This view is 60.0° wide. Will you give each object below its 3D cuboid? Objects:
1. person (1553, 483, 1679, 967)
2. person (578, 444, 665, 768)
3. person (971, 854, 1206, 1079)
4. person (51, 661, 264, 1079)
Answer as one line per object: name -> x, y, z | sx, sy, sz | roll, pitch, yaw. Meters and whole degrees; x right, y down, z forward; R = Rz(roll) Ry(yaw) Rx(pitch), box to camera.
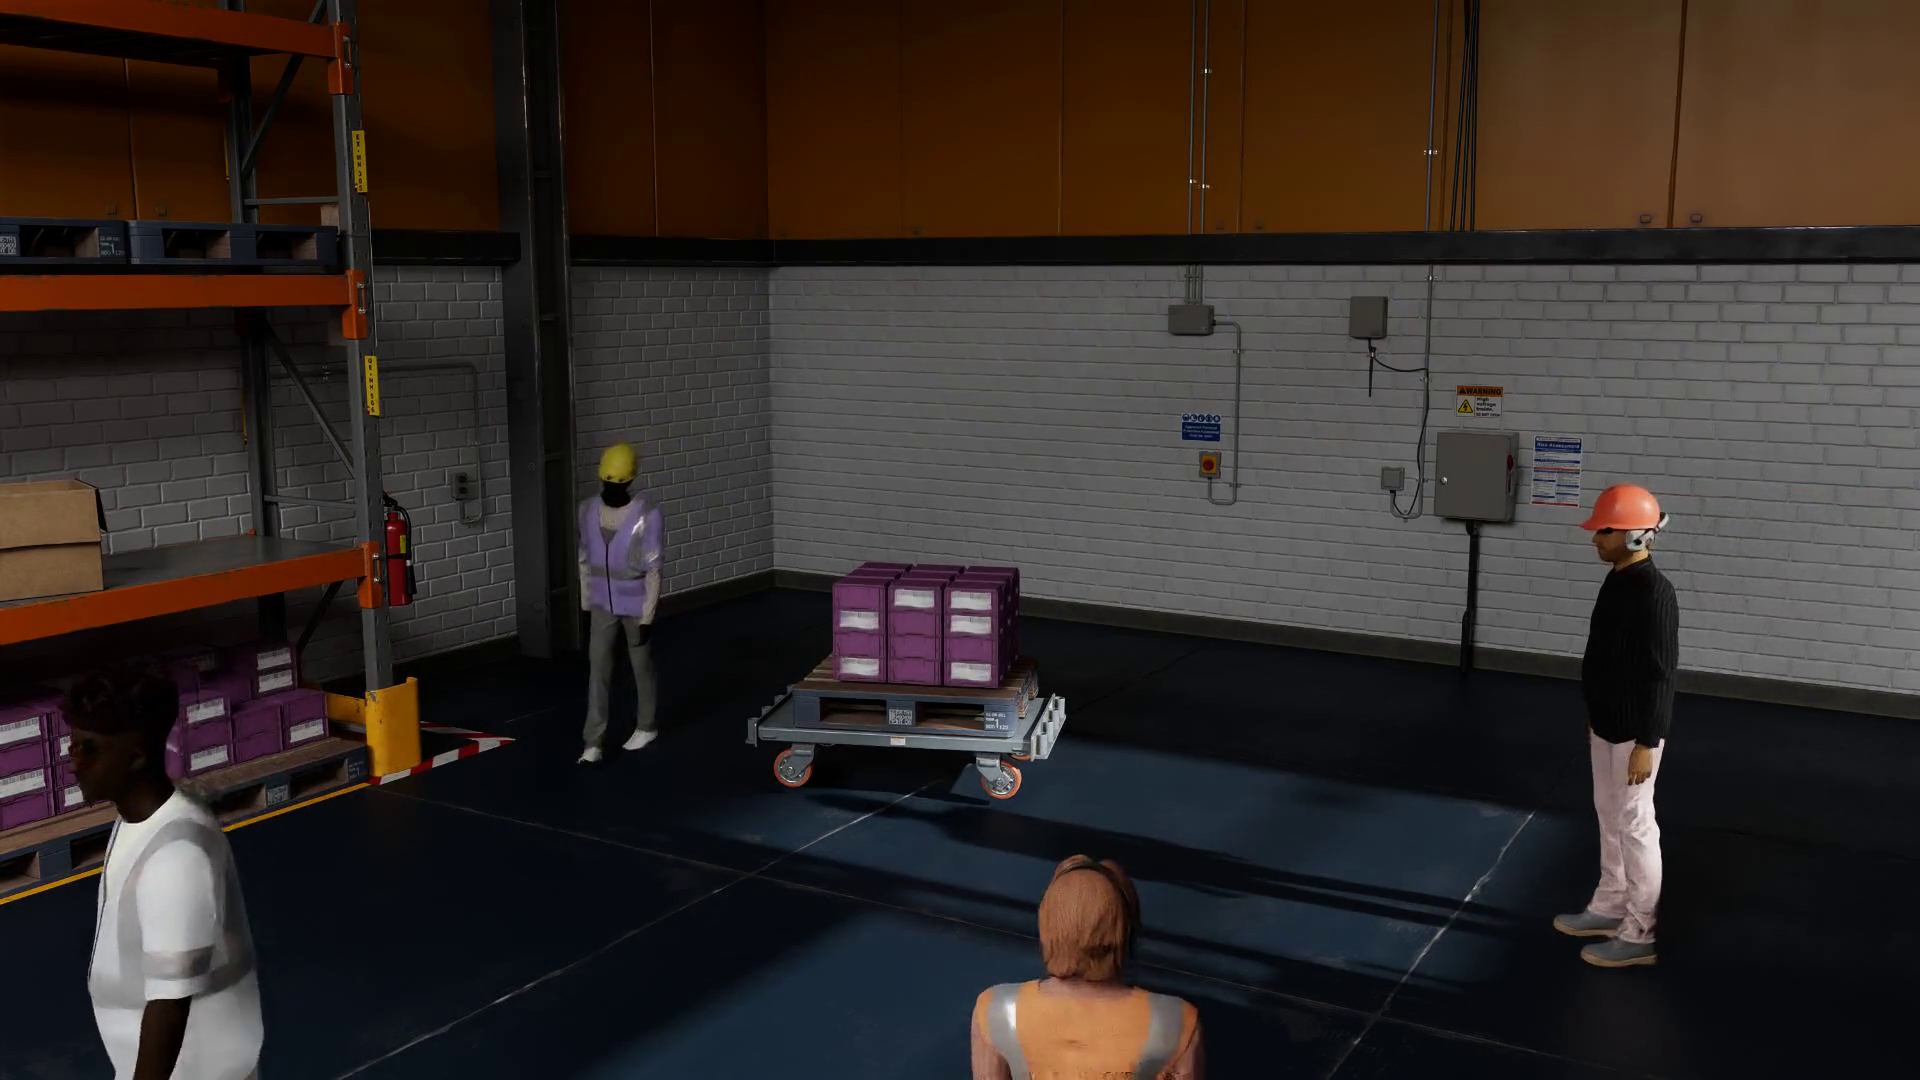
person -> 2.718, 0.755, 6.859 | 0.402, 1.990, 0.622 | 1, 9, 3
person -> -1.974, 0.372, 9.613 | 0.610, 1.868, 0.921 | 3, 9, 16
person -> 0.261, 1.474, 3.512 | 0.528, 1.618, 0.622 | 2, 9, 13
person -> -2.009, 1.250, 3.943 | 0.913, 1.927, 0.638 | -6, 11, -34
